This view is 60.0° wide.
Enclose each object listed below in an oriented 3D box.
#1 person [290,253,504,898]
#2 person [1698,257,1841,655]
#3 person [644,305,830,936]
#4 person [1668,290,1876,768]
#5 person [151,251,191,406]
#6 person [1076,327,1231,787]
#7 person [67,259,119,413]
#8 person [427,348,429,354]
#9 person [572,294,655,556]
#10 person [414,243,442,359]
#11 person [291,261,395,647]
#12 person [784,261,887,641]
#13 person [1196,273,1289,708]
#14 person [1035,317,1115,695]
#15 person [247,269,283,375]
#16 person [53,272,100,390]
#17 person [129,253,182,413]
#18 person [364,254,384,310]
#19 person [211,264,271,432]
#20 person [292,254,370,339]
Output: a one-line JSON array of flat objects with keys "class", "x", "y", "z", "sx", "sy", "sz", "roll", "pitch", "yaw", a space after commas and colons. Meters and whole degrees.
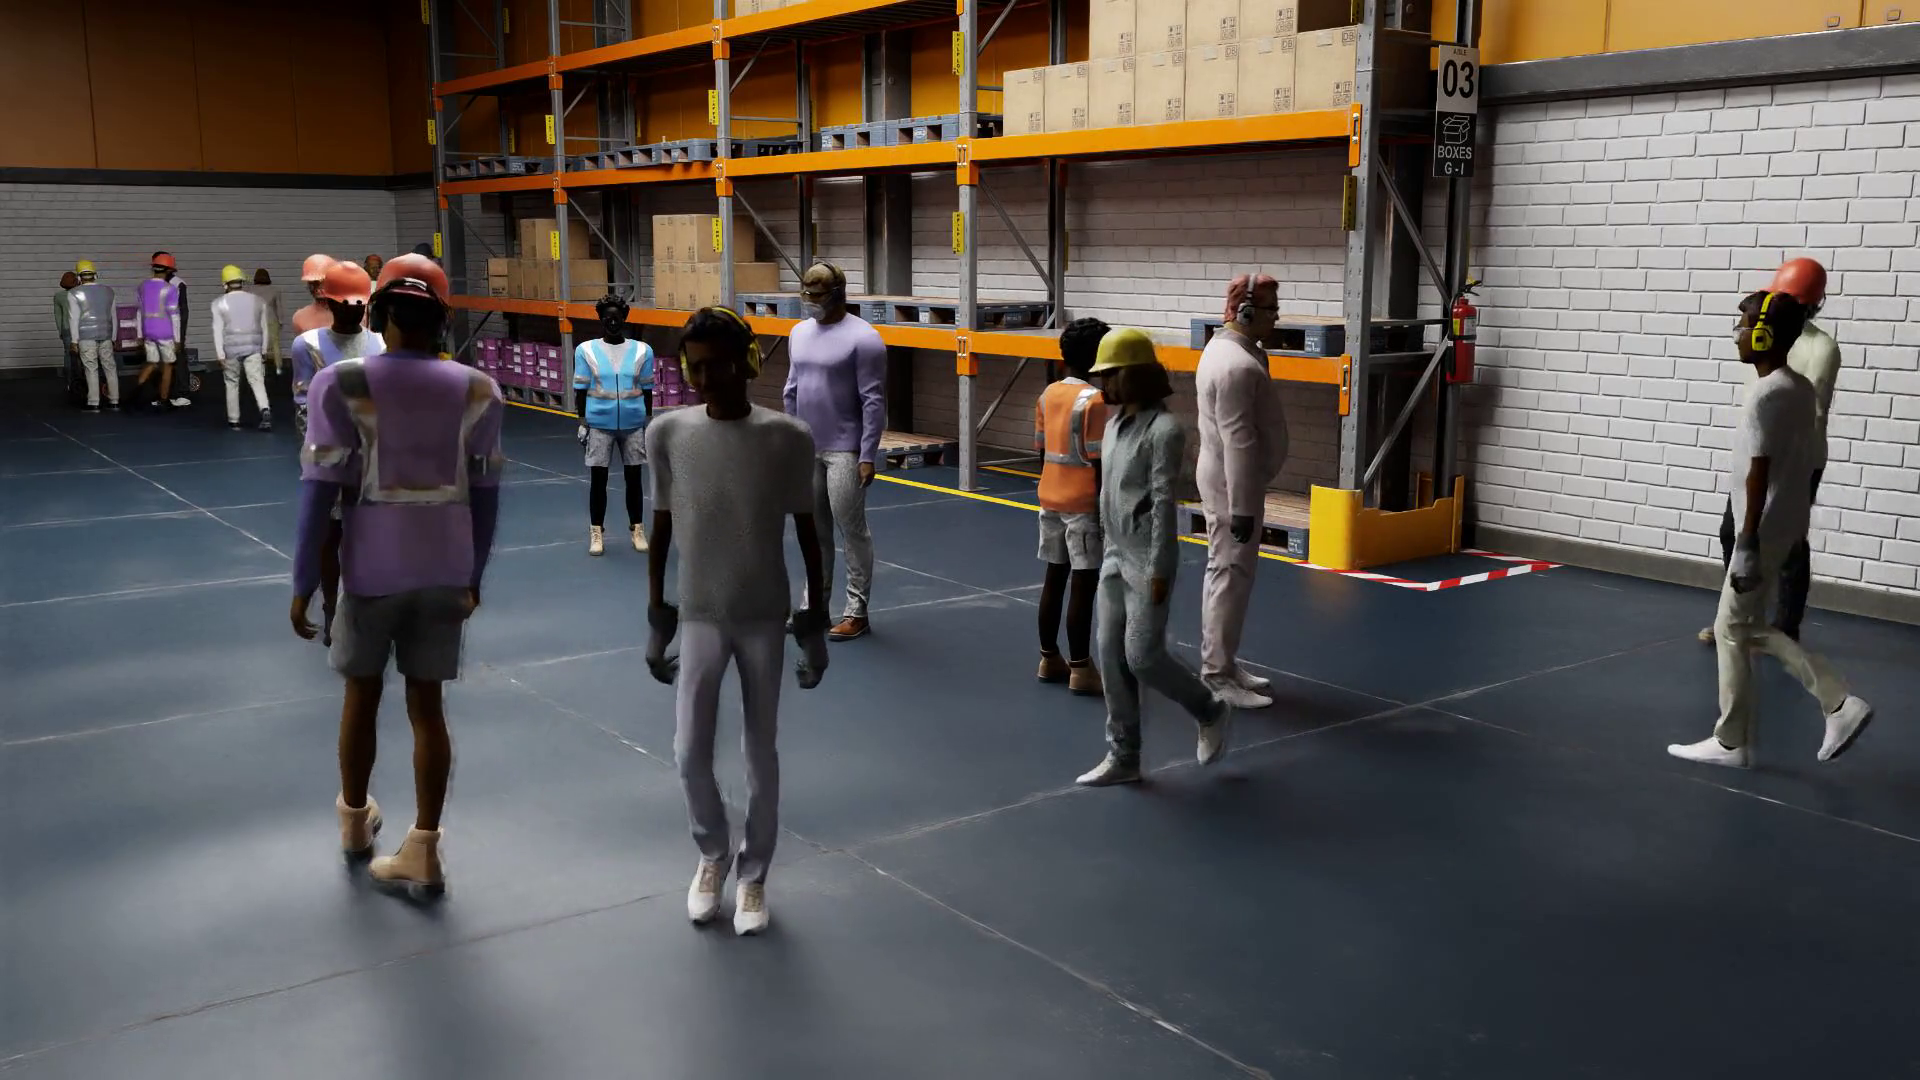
[{"class": "person", "x": -1.807, "y": 0.093, "z": 5.320, "sx": 0.710, "sy": 1.983, "sz": 0.838, "roll": -6, "pitch": 12, "yaw": -32}, {"class": "person", "x": 3.979, "y": -0.382, "z": 8.071, "sx": 0.535, "sy": 1.955, "sz": 0.651, "roll": -3, "pitch": 10, "yaw": -15}, {"class": "person", "x": -0.649, "y": 0.249, "z": 4.832, "sx": 0.550, "sy": 1.848, "sz": 0.410, "roll": -1, "pitch": 10, "yaw": -3}, {"class": "person", "x": 3.096, "y": -0.007, "z": 6.279, "sx": 0.607, "sy": 1.854, "sz": 0.511, "roll": 9, "pitch": 13, "yaw": 40}, {"class": "person", "x": -9.877, "y": -2.634, "z": 20.781, "sx": 0.587, "sy": 1.920, "sz": 0.390, "roll": 5, "pitch": 11, "yaw": 24}, {"class": "person", "x": 0.713, "y": 0.070, "z": 6.182, "sx": 0.527, "sy": 1.719, "sz": 0.501, "roll": -5, "pitch": 11, "yaw": -26}, {"class": "person", "x": -10.404, "y": -2.441, "z": 19.954, "sx": 0.404, "sy": 1.829, "sz": 0.591, "roll": 6, "pitch": 12, "yaw": 32}, {"class": "person", "x": -7.797, "y": -3.151, "z": 23.900, "sx": 0.633, "sy": 1.839, "sz": 0.429, "roll": -2, "pitch": 10, "yaw": -10}, {"class": "person", "x": -2.242, "y": -0.746, "z": 10.834, "sx": 0.534, "sy": 1.697, "sz": 0.318, "roll": -4, "pitch": 11, "yaw": -19}, {"class": "person", "x": -7.651, "y": -3.251, "z": 23.897, "sx": 0.672, "sy": 2.000, "sz": 0.536, "roll": 4, "pitch": 11, "yaw": 19}, {"class": "person", "x": -3.061, "y": -0.433, "z": 8.418, "sx": 0.543, "sy": 1.932, "sz": 0.370, "roll": -7, "pitch": 12, "yaw": -36}, {"class": "person", "x": -0.660, "y": -0.452, "z": 8.527, "sx": 0.627, "sy": 1.934, "sz": 0.372, "roll": 8, "pitch": 13, "yaw": 36}, {"class": "person", "x": 1.231, "y": -0.213, "z": 7.297, "sx": 0.403, "sy": 1.897, "sz": 0.653, "roll": 1, "pitch": 10, "yaw": 4}, {"class": "person", "x": 0.534, "y": -0.155, "z": 7.519, "sx": 0.317, "sy": 1.695, "sz": 0.540, "roll": -5, "pitch": 11, "yaw": -28}, {"class": "person", "x": -10.697, "y": -3.356, "z": 25.628, "sx": 0.500, "sy": 1.633, "sz": 0.284, "roll": -6, "pitch": 12, "yaw": -29}, {"class": "person", "x": -12.194, "y": -2.872, "z": 22.918, "sx": 0.498, "sy": 1.634, "sz": 0.280, "roll": 1, "pitch": 10, "yaw": 4}, {"class": "person", "x": -9.505, "y": -2.428, "z": 19.677, "sx": 0.606, "sy": 1.899, "sz": 0.658, "roll": 3, "pitch": 10, "yaw": 15}, {"class": "person", "x": -7.292, "y": -2.618, "z": 20.790, "sx": 0.585, "sy": 1.882, "sz": 0.337, "roll": -8, "pitch": 13, "yaw": -37}, {"class": "person", "x": -7.702, "y": -2.054, "z": 17.872, "sx": 0.590, "sy": 1.803, "sz": 0.818, "roll": -8, "pitch": 13, "yaw": -37}, {"class": "person", "x": -4.458, "y": -1.073, "z": 11.966, "sx": 0.613, "sy": 1.959, "sz": 0.995, "roll": 0, "pitch": 10, "yaw": 2}]
